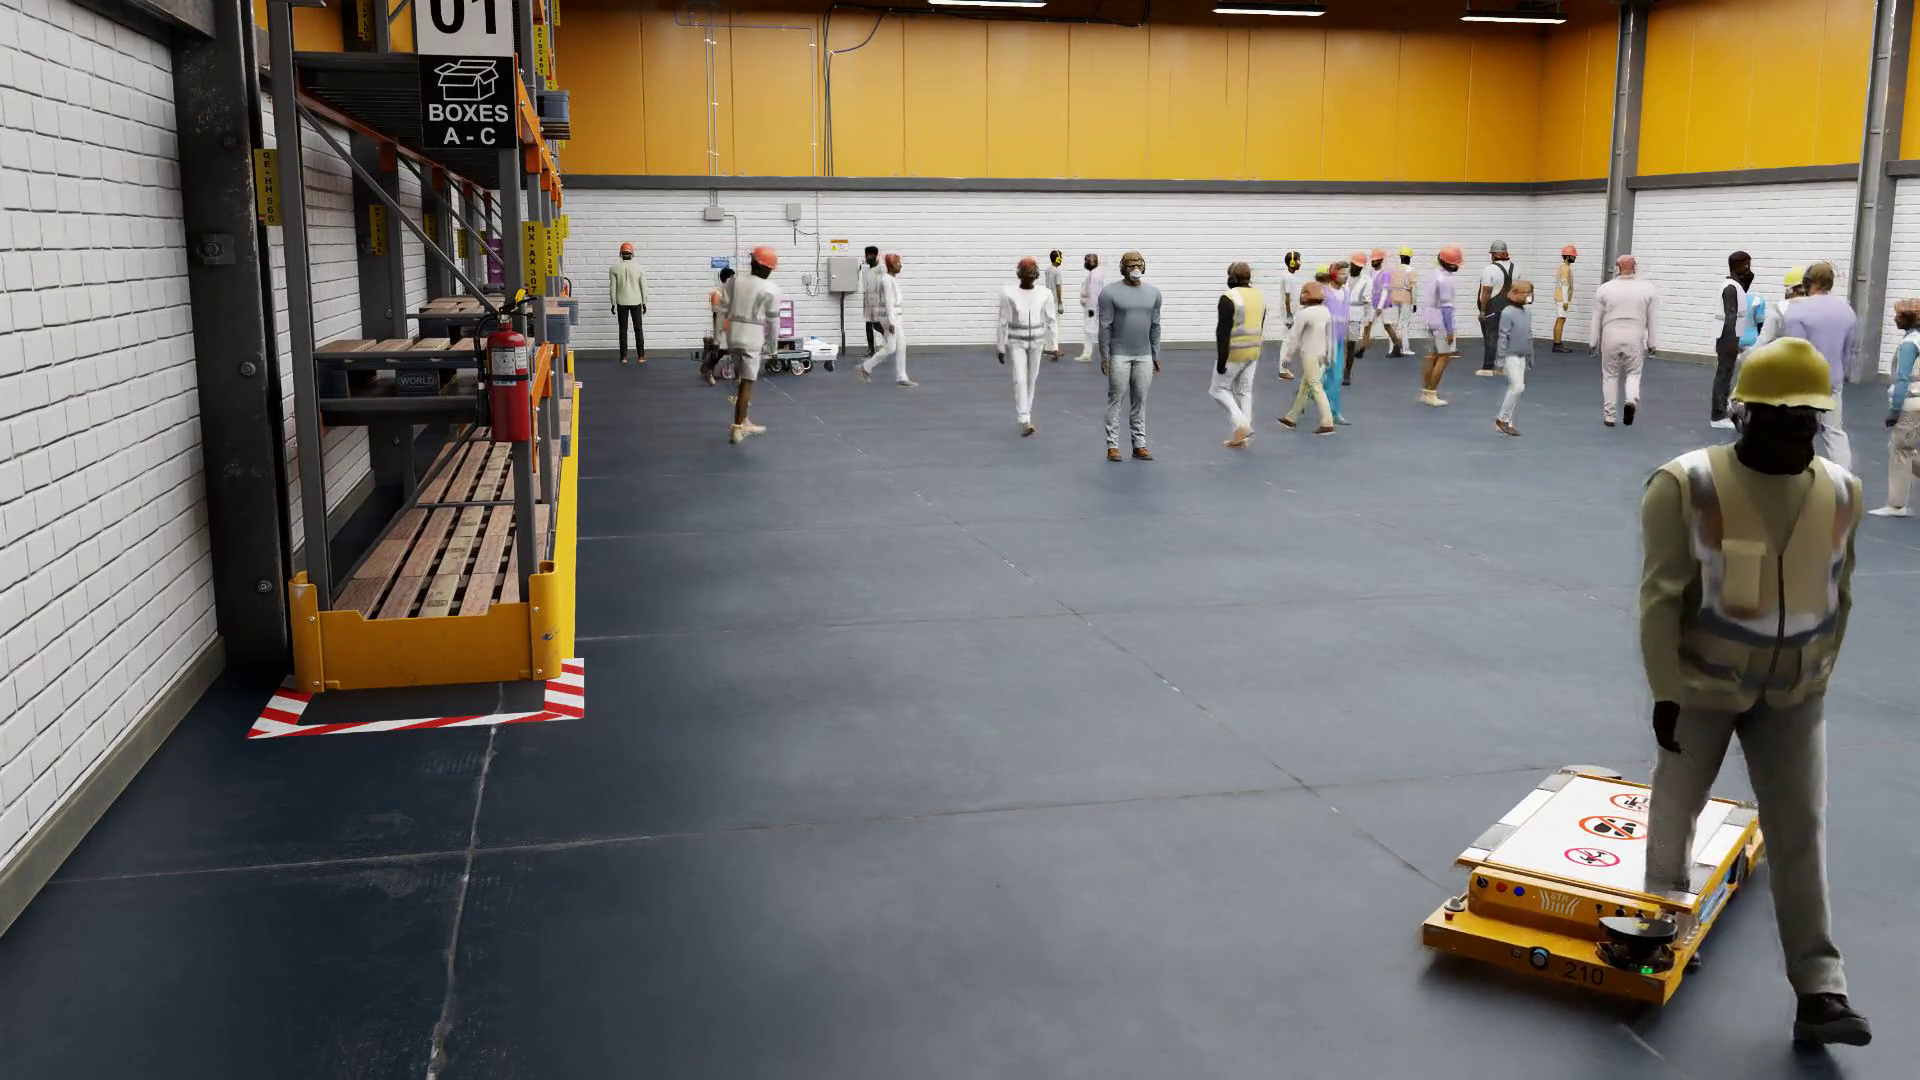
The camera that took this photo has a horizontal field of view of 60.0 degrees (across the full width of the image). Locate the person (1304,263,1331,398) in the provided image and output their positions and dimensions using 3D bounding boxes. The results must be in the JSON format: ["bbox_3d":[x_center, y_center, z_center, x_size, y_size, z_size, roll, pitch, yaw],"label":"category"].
[{"bbox_3d":[4.542,-2.629,21.077,0.534,1.743,0.673,10,14,43],"label":"person"}]

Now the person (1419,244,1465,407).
[{"bbox_3d":[5.904,-2.633,20.495,0.454,1.999,0.759,1,10,6],"label":"person"}]

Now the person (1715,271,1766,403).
[{"bbox_3d":[9.042,-2.283,19.305,0.533,1.697,0.322,6,12,31],"label":"person"}]

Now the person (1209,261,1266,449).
[{"bbox_3d":[2.701,-1.783,16.172,0.648,1.829,0.432,-9,14,-41],"label":"person"}]

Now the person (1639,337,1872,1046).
[{"bbox_3d":[2.069,0.373,4.342,0.597,1.780,0.931,1,10,4],"label":"person"}]

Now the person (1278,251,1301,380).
[{"bbox_3d":[4.853,-3.291,24.422,0.317,1.867,0.531,2,10,12],"label":"person"}]

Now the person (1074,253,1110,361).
[{"bbox_3d":[2.277,-3.893,27.877,0.618,1.825,0.640,0,10,-1],"label":"person"}]

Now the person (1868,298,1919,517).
[{"bbox_3d":[7.004,-0.952,12.147,0.460,1.620,0.517,8,13,36],"label":"person"}]

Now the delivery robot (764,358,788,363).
[{"bbox_3d":[-2.838,-2.985,26.101,0.477,0.478,0.707,2,10,10],"label":"delivery robot"}]

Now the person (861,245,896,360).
[{"bbox_3d":[-1.402,-4.027,28.250,0.621,1.952,0.596,10,14,43],"label":"person"}]

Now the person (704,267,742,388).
[{"bbox_3d":[-3.248,-2.926,22.951,0.757,1.668,0.536,10,14,43],"label":"person"}]

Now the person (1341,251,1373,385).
[{"bbox_3d":[5.455,-3.090,23.271,0.586,1.882,0.597,3,11,15],"label":"person"}]

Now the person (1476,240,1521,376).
[{"bbox_3d":[8.044,-3.489,25.040,0.688,2.000,0.536,-5,11,-26],"label":"person"}]

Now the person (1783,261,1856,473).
[{"bbox_3d":[6.528,-1.192,12.774,0.634,1.876,1.051,-3,11,-14],"label":"person"}]

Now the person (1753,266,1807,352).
[{"bbox_3d":[7.564,-1.602,15.273,0.602,1.786,0.901,-2,10,-12],"label":"person"}]

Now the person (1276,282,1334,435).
[{"bbox_3d":[3.669,-1.922,17.588,0.516,1.586,0.847,-9,14,-41],"label":"person"}]

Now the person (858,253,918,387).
[{"bbox_3d":[-0.999,-3.020,22.949,0.748,1.860,0.590,2,10,13],"label":"person"}]

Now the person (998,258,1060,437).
[{"bbox_3d":[0.726,-1.996,17.307,0.602,1.832,0.944,-2,10,-12],"label":"person"}]

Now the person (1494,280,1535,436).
[{"bbox_3d":[5.765,-1.871,17.222,0.520,1.617,0.375,-9,14,-41],"label":"person"}]

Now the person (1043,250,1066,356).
[{"bbox_3d":[1.671,-4.177,29.360,0.324,1.863,0.514,-4,11,-22],"label":"person"}]

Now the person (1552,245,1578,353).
[{"bbox_3d":[10.978,-4.364,30.172,0.375,1.939,0.546,3,11,14],"label":"person"}]

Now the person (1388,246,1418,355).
[{"bbox_3d":[7.869,-4.249,29.561,0.374,1.925,0.595,-9,14,-42],"label":"person"}]

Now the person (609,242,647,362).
[{"bbox_3d":[-5.534,-3.960,27.771,0.613,1.995,0.391,-2,10,-12],"label":"person"}]

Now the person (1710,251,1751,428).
[{"bbox_3d":[8.389,-2.182,18.137,0.391,1.919,0.593,4,11,23],"label":"person"}]

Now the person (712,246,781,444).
[{"bbox_3d":[-2.111,-1.975,16.834,0.702,1.978,0.734,5,11,27],"label":"person"}]

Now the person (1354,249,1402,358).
[{"bbox_3d":[7.236,-4.062,28.666,1.008,1.886,0.568,-5,11,-24],"label":"person"}]

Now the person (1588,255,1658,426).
[{"bbox_3d":[7.224,-2.159,18.124,0.686,1.880,0.515,3,11,17],"label":"person"}]

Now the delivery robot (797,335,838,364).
[{"bbox_3d":[-2.258,-2.929,25.795,0.707,0.478,0.477,-5,11,-25],"label":"delivery robot"}]

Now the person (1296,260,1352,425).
[{"bbox_3d":[4.070,-2.199,18.536,0.739,1.818,0.575,10,14,43],"label":"person"}]

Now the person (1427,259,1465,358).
[{"bbox_3d":[8.428,-4.057,28.798,0.812,1.821,0.588,-3,11,-15],"label":"person"}]

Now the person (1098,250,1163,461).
[{"bbox_3d":[1.579,-1.697,15.393,0.630,1.940,0.372,-3,11,-18],"label":"person"}]

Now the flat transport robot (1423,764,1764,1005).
[{"bbox_3d":[1.989,0.996,5.092,0.652,0.197,1.431,7,13,35],"label":"flat transport robot"}]
